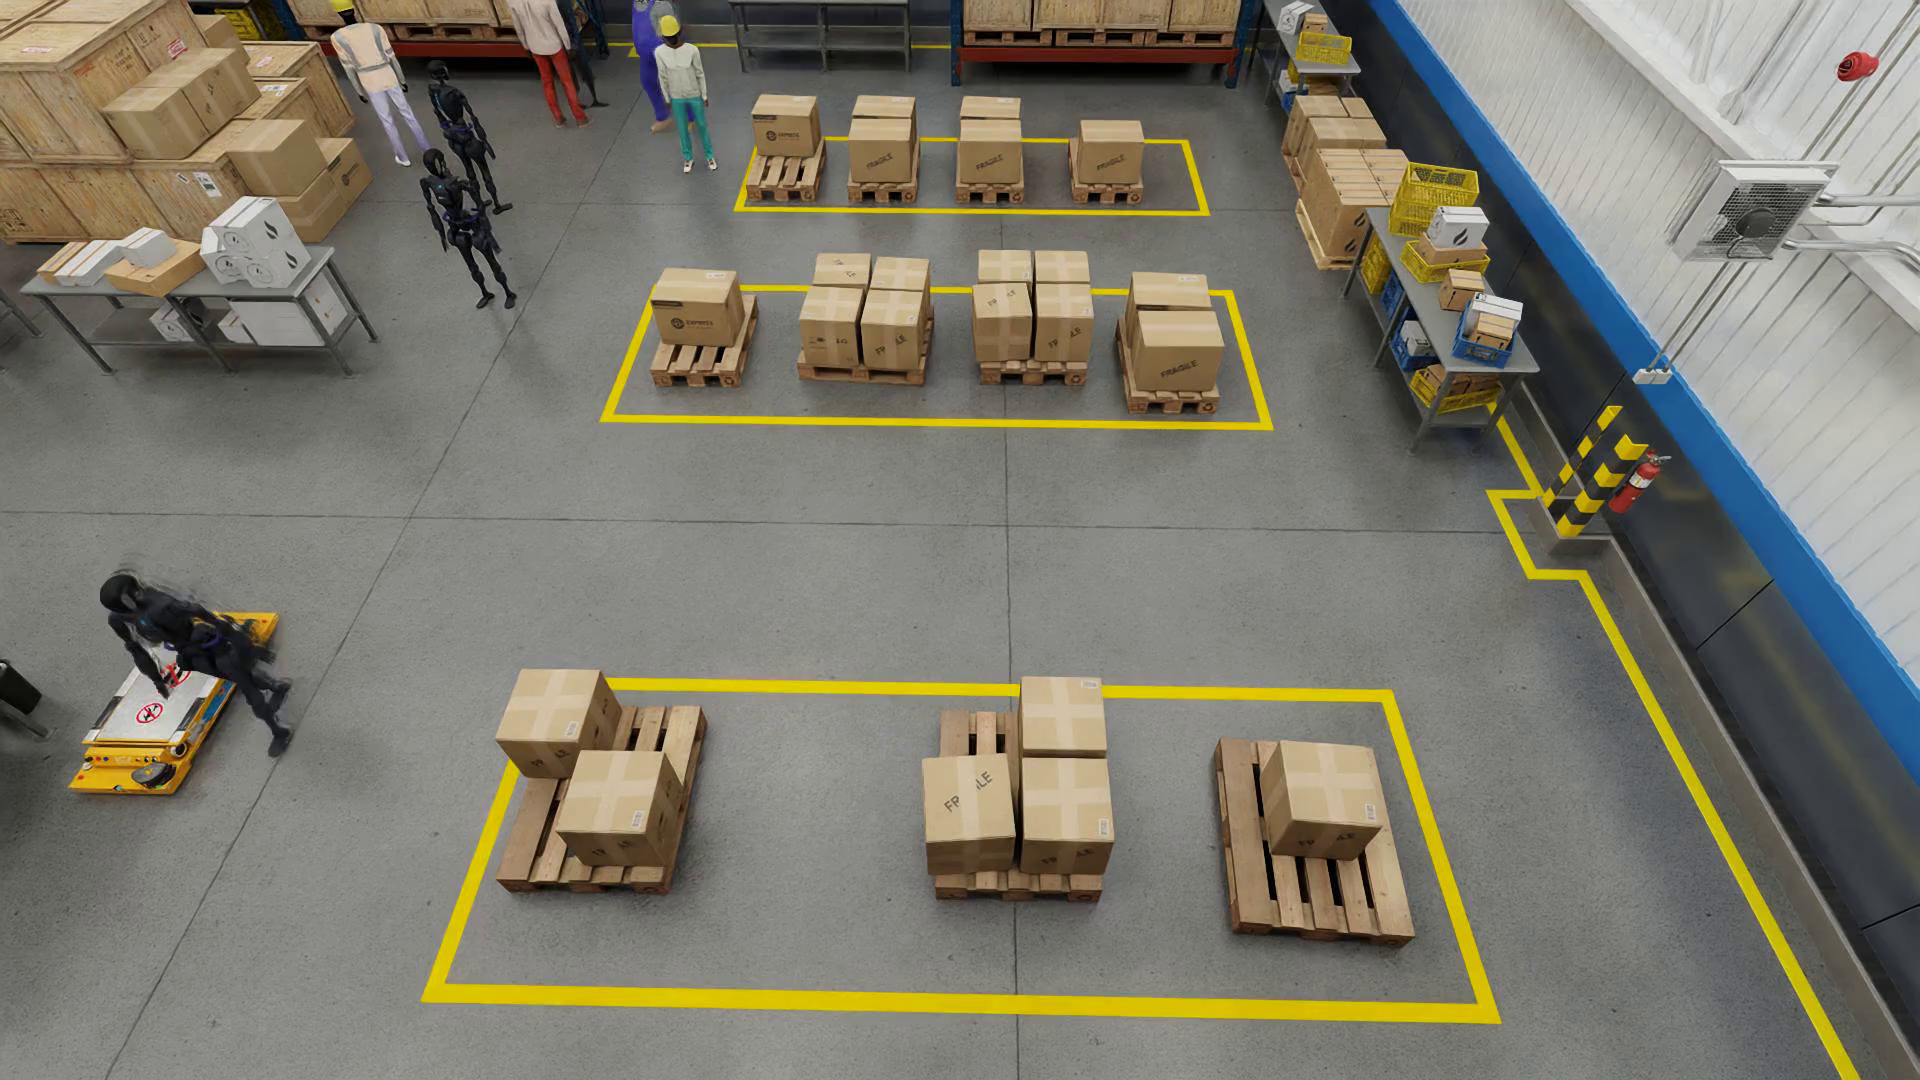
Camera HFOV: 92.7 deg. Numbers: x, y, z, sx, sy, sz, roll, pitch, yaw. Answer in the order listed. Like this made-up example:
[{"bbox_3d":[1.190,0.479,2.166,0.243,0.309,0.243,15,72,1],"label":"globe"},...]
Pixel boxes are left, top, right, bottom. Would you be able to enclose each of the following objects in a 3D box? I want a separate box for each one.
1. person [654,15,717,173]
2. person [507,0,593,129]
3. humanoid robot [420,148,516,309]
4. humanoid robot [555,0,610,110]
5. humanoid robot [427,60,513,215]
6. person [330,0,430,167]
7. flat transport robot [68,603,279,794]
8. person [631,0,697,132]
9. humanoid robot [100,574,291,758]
[{"bbox_3d":[-3.236,-5.240,10.819,0.525,1.768,0.312,-8,50,-7],"label":"person"},{"bbox_3d":[-5.159,-6.181,11.467,0.621,1.991,0.394,2,50,2],"label":"person"},{"bbox_3d":[-4.843,-3.016,8.987,0.584,1.657,0.327,2,50,1],"label":"humanoid robot"},{"bbox_3d":[-5.065,-6.407,11.883,0.523,1.630,0.713,8,50,7],"label":"humanoid robot"},{"bbox_3d":[-5.521,-4.485,10.231,0.609,1.656,0.315,17,52,14],"label":"humanoid robot"},{"bbox_3d":[-6.913,-5.451,10.903,0.582,1.918,0.405,-32,57,-24],"label":"person"},{"bbox_3d":[-5.504,1.072,6.442,0.652,0.197,1.431,1,50,1],"label":"flat transport robot"},{"bbox_3d":[-3.758,-6.036,11.315,0.705,2.000,0.764,34,58,25],"label":"person"},{"bbox_3d":[-4.795,0.760,5.817,0.607,1.627,0.705,-4,50,-3],"label":"humanoid robot"}]
